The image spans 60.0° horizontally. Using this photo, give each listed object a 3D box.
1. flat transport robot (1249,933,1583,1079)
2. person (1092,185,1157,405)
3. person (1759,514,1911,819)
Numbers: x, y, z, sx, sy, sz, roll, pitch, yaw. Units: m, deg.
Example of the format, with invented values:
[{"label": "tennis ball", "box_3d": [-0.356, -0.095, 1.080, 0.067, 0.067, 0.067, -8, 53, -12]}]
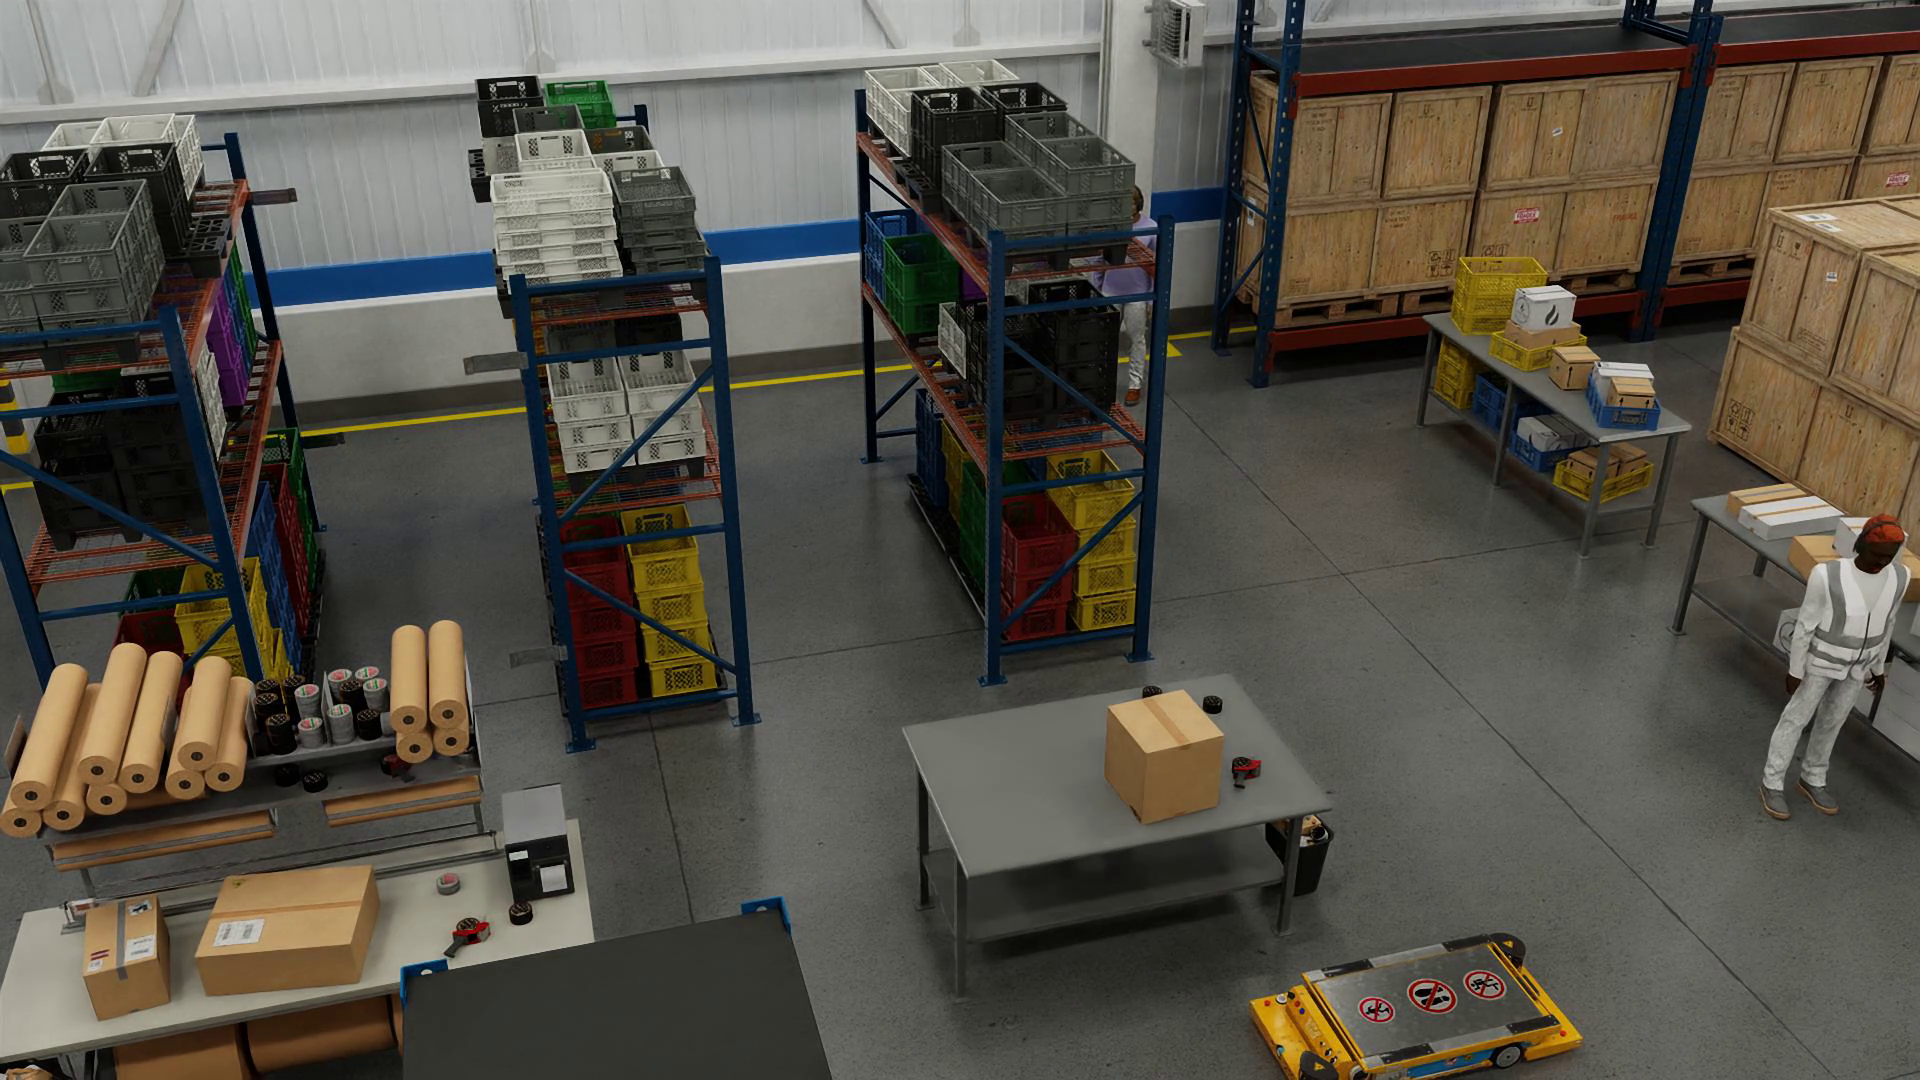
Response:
[{"label": "flat transport robot", "box_3d": [2.184, 2.282, 7.980, 1.431, 0.197, 0.652, -8, 30, -14]}, {"label": "person", "box_3d": [1.416, -2.104, 14.243, 0.629, 1.940, 0.373, 13, 31, 22]}, {"label": "person", "box_3d": [4.854, 0.696, 9.202, 0.574, 1.887, 0.355, -3, 29, -6]}]
